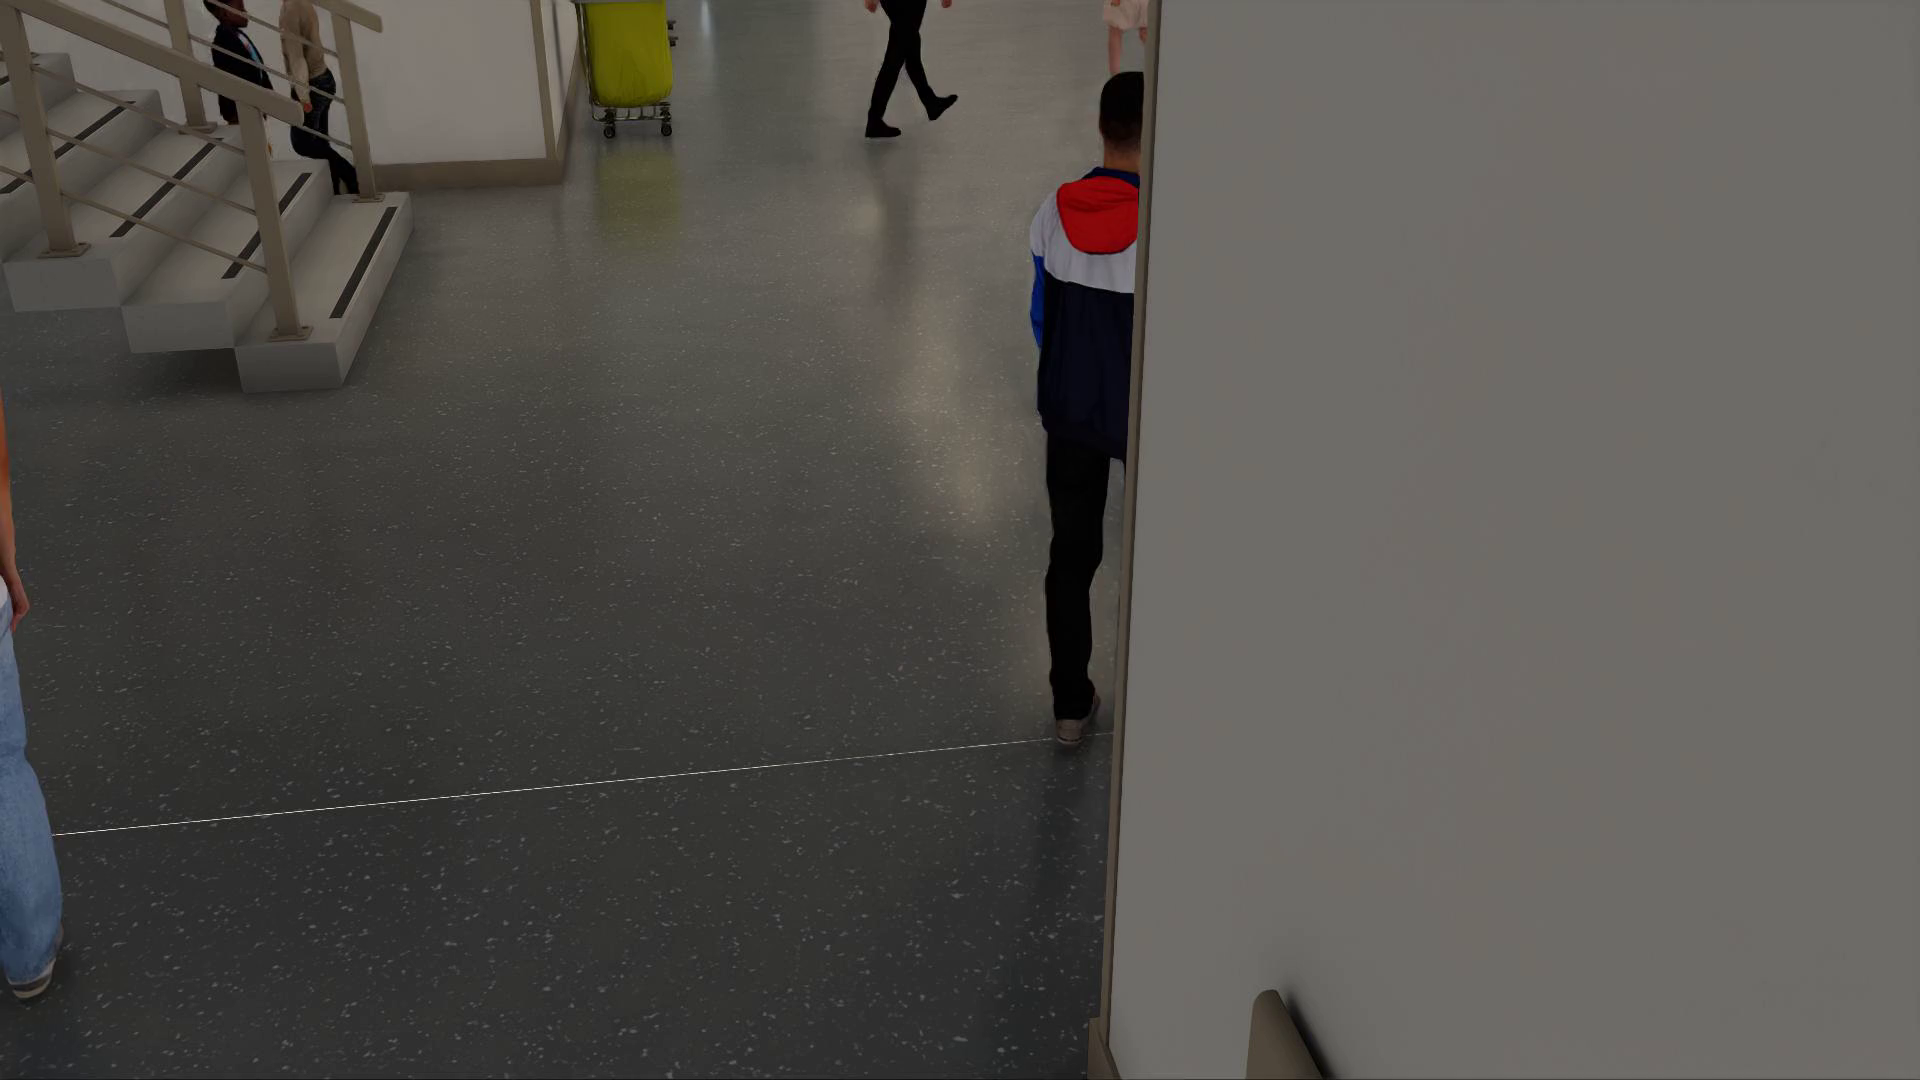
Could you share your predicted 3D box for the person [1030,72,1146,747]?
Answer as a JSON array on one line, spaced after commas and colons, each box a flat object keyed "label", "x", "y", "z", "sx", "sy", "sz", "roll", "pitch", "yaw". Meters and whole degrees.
[{"label": "person", "x": 0.362, "y": -0.273, "z": 4.270, "sx": 1.098, "sy": 1.726, "sz": 1.036, "roll": 9, "pitch": 27, "yaw": 17}]

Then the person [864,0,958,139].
[{"label": "person", "x": -0.443, "y": -3.560, "z": 10.977, "sx": 1.277, "sy": 1.821, "sz": 1.071, "roll": -21, "pitch": 33, "yaw": -37}]

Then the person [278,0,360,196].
[{"label": "person", "x": -3.512, "y": -2.486, "z": 9.177, "sx": 0.700, "sy": 1.450, "sz": 0.561, "roll": -3, "pitch": 26, "yaw": -6}]

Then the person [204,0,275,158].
[{"label": "person", "x": -4.081, "y": -2.438, "z": 9.291, "sx": 0.521, "sy": 1.264, "sz": 0.544, "roll": -6, "pitch": 26, "yaw": -12}]

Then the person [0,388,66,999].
[{"label": "person", "x": -2.092, "y": 0.164, "z": 3.254, "sx": 0.954, "sy": 1.821, "sz": 0.873, "roll": 11, "pitch": 28, "yaw": 22}]

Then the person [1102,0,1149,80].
[{"label": "person", "x": 1.279, "y": -3.885, "z": 11.784, "sx": 1.135, "sy": 1.706, "sz": 0.792, "roll": -9, "pitch": 27, "yaw": -18}]
